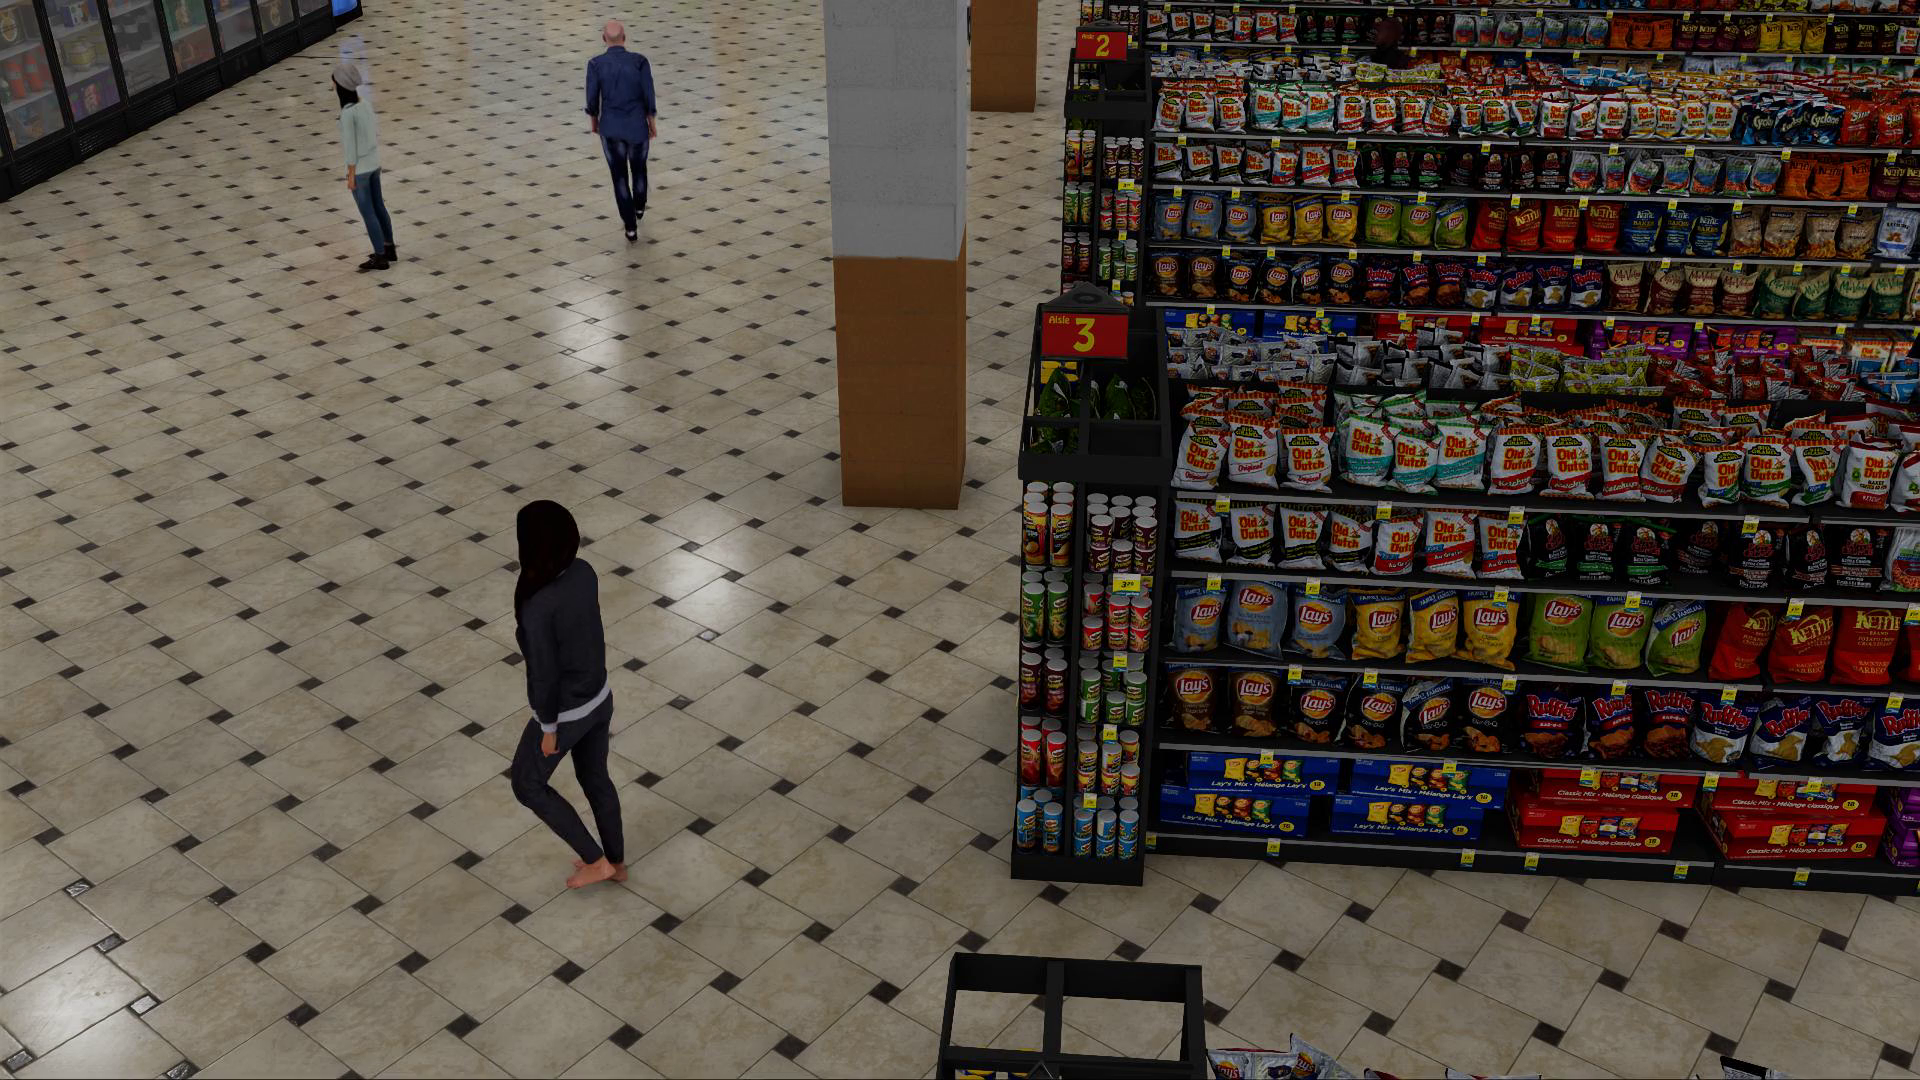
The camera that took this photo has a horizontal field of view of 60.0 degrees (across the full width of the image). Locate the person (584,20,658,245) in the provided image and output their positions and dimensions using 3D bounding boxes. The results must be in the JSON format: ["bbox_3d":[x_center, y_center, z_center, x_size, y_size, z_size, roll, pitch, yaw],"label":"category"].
[{"bbox_3d":[-2.803,-3.366,13.914,1.198,1.778,1.067,-8,30,-14],"label":"person"}]

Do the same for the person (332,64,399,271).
[{"bbox_3d":[-4.801,-3.004,13.391,0.502,1.645,0.581,4,29,8],"label":"person"}]

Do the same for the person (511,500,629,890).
[{"bbox_3d":[-1.460,0.667,6.549,0.703,1.758,0.703,10,30,18],"label":"person"}]

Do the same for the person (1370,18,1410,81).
[{"bbox_3d":[3.658,-3.477,14.084,1.214,1.811,0.814,7,29,13],"label":"person"}]
